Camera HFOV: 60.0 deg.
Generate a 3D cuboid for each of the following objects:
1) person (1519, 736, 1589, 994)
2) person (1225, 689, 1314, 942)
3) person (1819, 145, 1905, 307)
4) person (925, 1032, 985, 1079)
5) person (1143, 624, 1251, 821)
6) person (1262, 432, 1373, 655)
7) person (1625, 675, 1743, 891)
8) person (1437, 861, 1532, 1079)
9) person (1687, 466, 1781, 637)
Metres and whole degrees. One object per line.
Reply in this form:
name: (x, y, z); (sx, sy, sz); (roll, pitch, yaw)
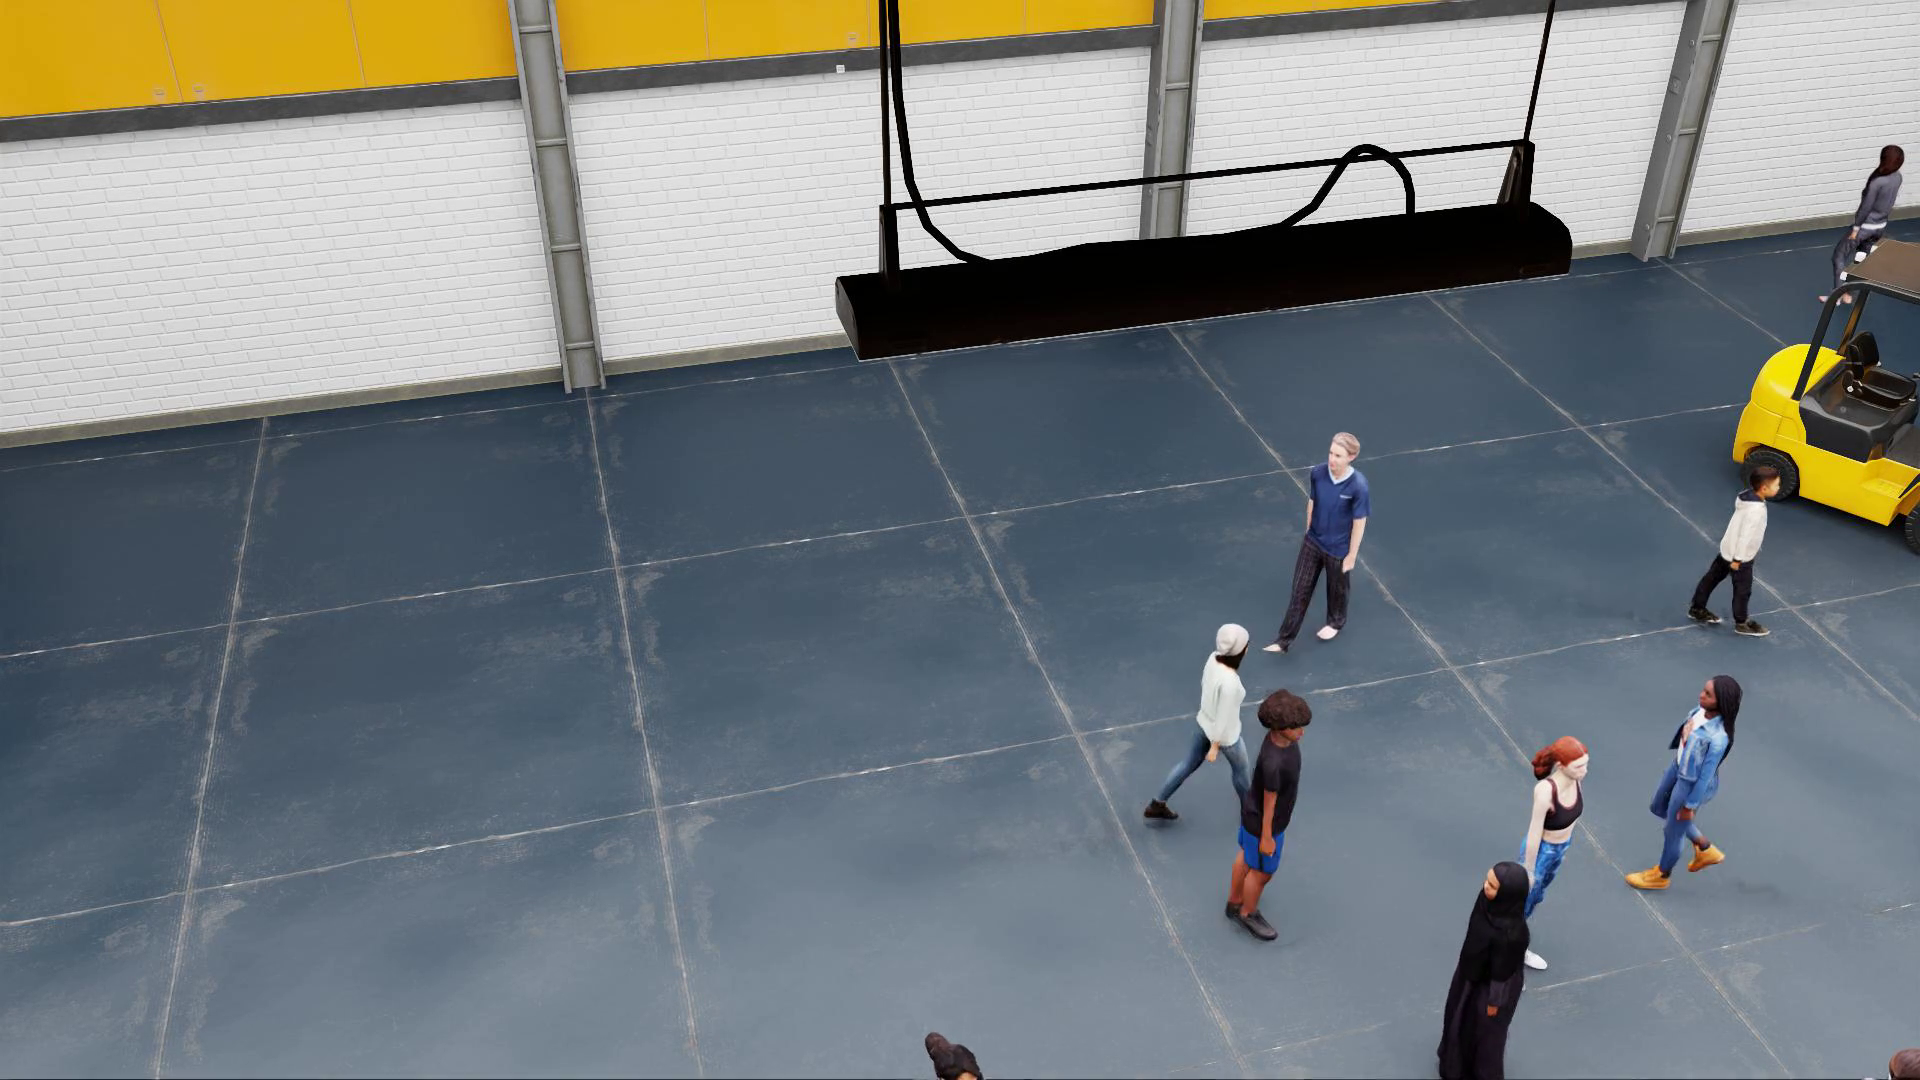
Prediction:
person: (3.385, 1.855, 9.680); (0.647, 1.784, 0.731); (-26, 42, -34)
person: (1.831, 1.635, 10.011); (0.785, 1.783, 0.758); (6, 34, 9)
person: (9.556, -3.270, 17.408); (0.592, 1.765, 0.738); (-14, 36, -21)
person: (-0.104, 2.992, 8.135); (1.045, 1.602, 0.972); (-28, 43, -35)
person: (1.584, 1.241, 10.771); (1.138, 1.599, 0.604); (-7, 34, -10)
person: (2.818, -0.003, 12.427); (1.053, 1.837, 1.204); (25, 41, 33)
person: (4.590, 1.525, 10.250); (0.908, 1.703, 0.809); (7, 34, 10)
person: (2.908, 2.370, 9.061); (0.686, 1.612, 0.681); (-1, 34, -2)
person: (5.872, 0.058, 12.703); (0.930, 1.431, 0.821); (9, 35, 13)
